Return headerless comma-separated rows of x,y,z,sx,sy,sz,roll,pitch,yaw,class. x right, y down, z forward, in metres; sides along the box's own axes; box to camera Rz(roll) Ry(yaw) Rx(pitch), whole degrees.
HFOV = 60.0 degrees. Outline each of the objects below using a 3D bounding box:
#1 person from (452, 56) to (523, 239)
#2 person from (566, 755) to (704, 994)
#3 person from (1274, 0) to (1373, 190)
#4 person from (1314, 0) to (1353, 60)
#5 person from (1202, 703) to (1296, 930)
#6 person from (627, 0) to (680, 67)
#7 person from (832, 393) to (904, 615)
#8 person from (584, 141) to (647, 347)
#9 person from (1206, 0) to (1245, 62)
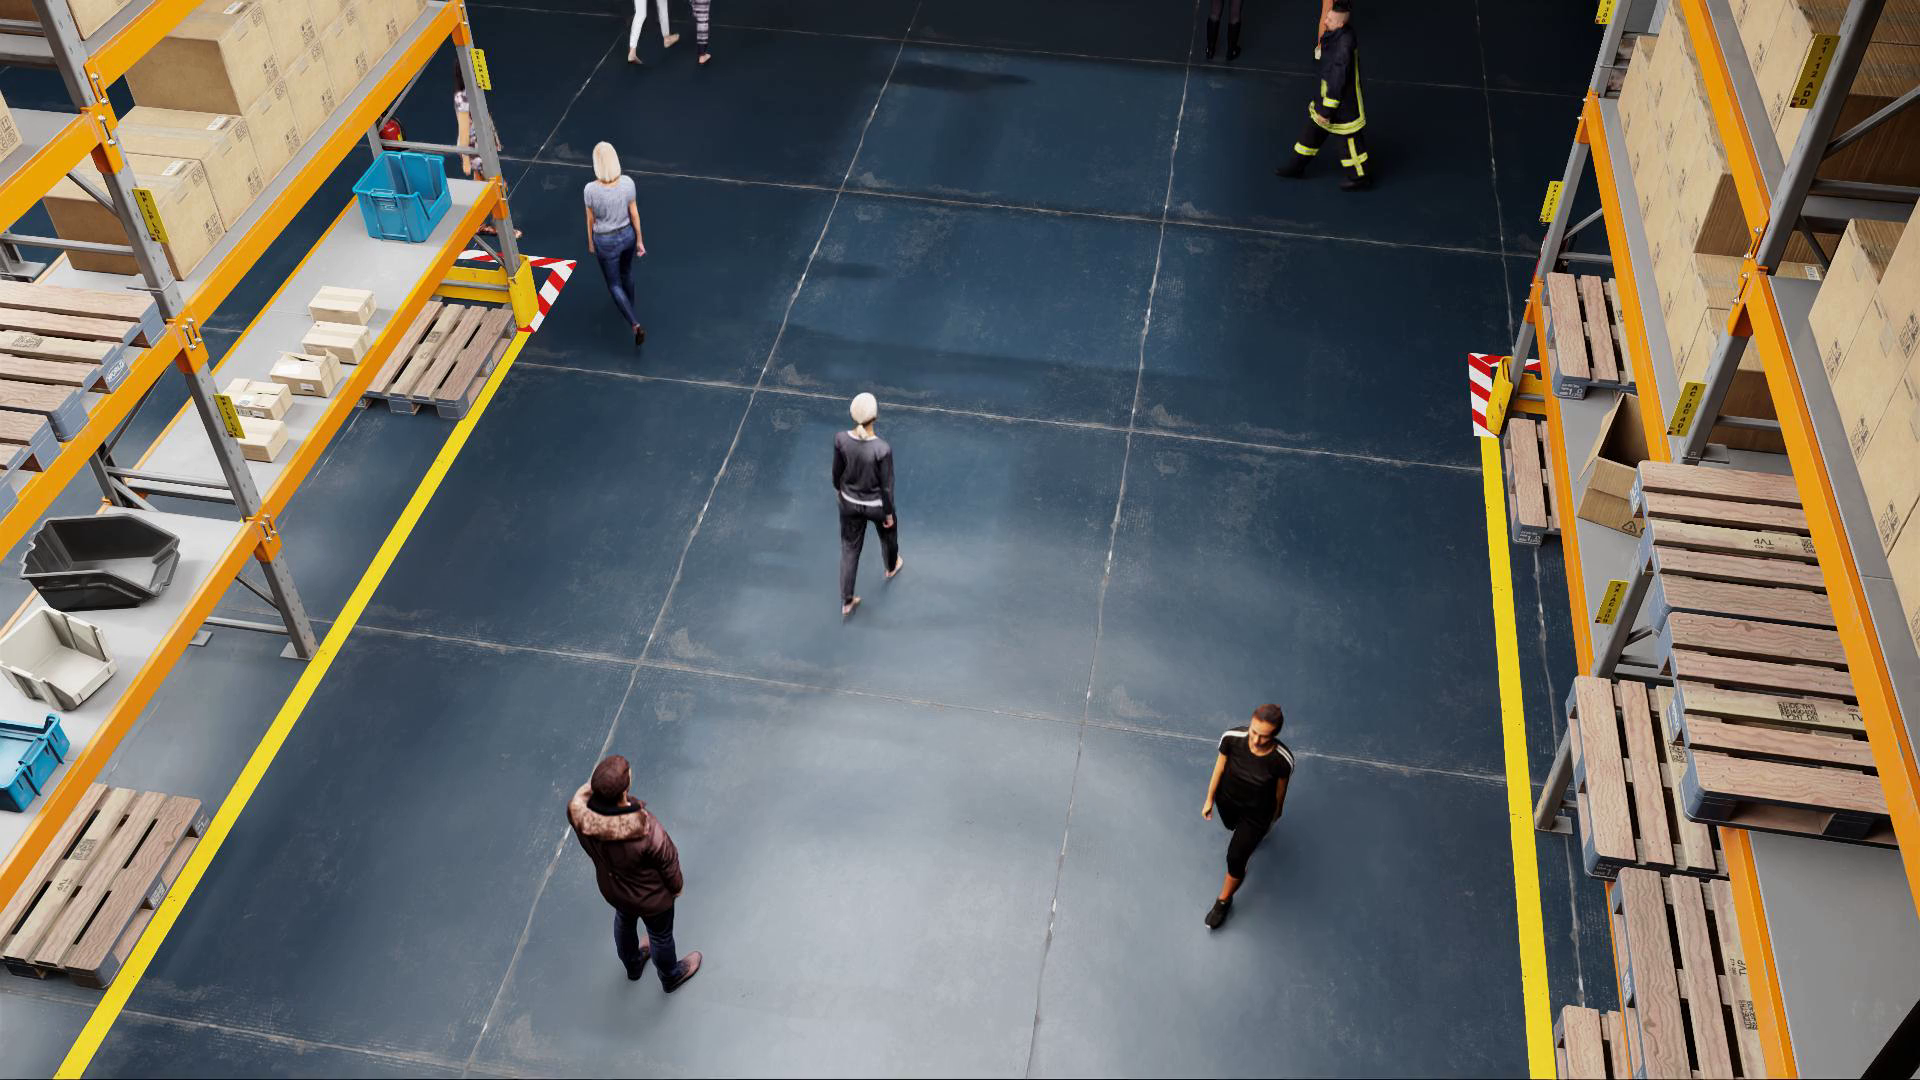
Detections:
-4.235,-3.346,14.298,0.768,1.714,0.693,2,44,2,person
-1.726,1.781,8.818,0.824,1.848,0.777,18,46,18,person
3.458,-3.955,14.853,0.952,1.831,1.120,2,44,2,person
3.825,-5.698,16.712,0.605,1.789,0.552,13,45,13,person
1.643,1.417,9.356,0.900,1.635,1.147,28,50,26,person
-3.182,-5.564,16.664,0.738,1.661,1.165,15,46,16,person
-0.663,-0.224,11.020,0.687,1.714,0.993,12,45,12,person
-2.721,-2.339,13.251,0.988,1.700,1.091,-22,48,-21,person
2.708,-5.656,16.741,0.621,1.688,0.572,12,45,12,person
